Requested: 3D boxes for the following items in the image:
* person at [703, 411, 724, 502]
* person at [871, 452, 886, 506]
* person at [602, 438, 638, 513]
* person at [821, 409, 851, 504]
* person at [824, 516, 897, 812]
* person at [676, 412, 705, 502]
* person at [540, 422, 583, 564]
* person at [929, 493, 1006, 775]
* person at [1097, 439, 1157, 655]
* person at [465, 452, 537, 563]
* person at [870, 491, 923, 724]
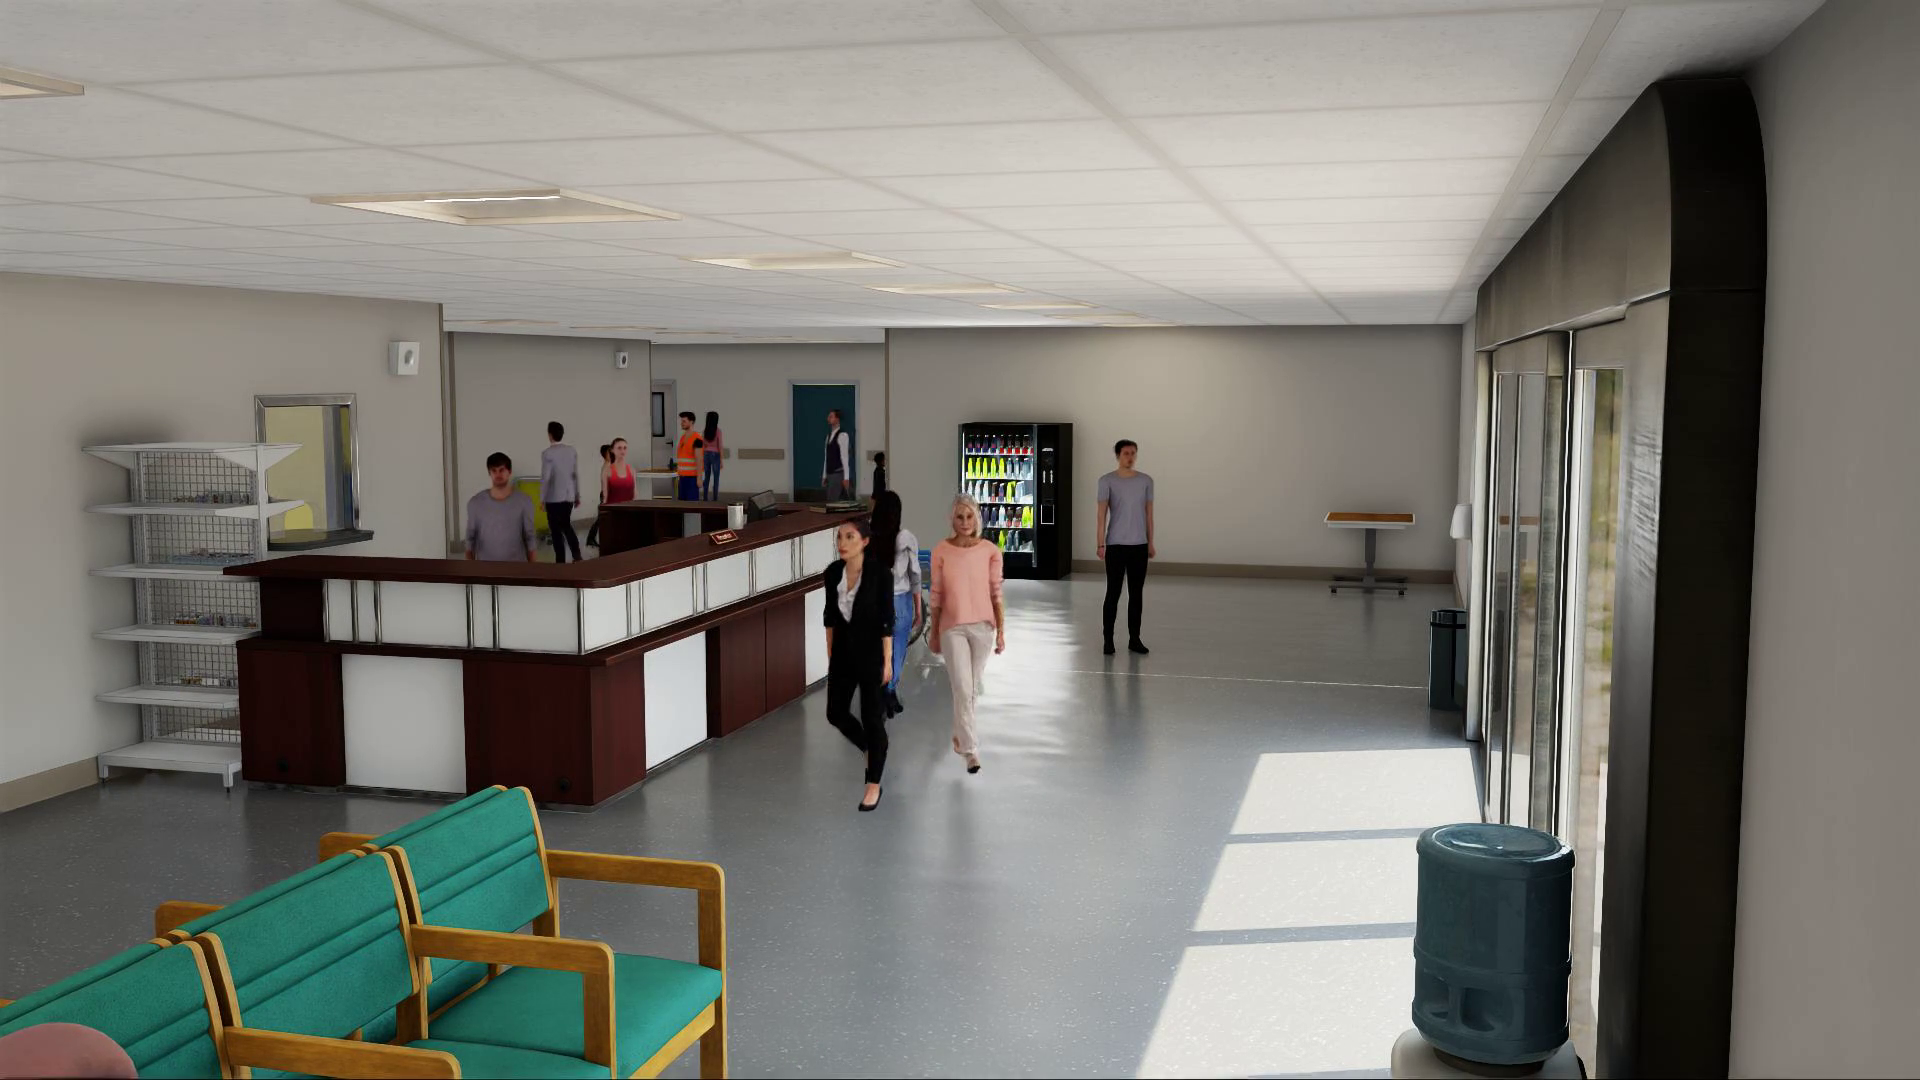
[{"bbox_3d":[-4.542,-1.486,30.406,0.519,1.738,0.668,3,6,25],"label":"person"},{"bbox_3d":[-1.243,-0.658,24.579,0.864,1.255,0.788,-3,6,-26],"label":"person"},{"bbox_3d":[-3.666,-0.220,17.834,0.896,1.734,0.984,-4,7,-34],"label":"person"},{"bbox_3d":[-1.648,-0.892,23.629,1.292,1.911,1.179,-3,6,-25],"label":"person"},{"bbox_3d":[-0.504,0.682,9.326,0.737,1.643,0.726,3,6,23],"label":"person"},{"bbox_3d":[-3.846,-0.911,24.010,1.024,1.872,0.997,-5,7,-38],"label":"person"},{"bbox_3d":[-4.791,-0.508,20.161,0.840,1.841,0.826,4,7,37],"label":"person"},{"bbox_3d":[0.038,0.579,10.249,1.194,1.663,1.005,-1,6,-10],"label":"person"},{"bbox_3d":[1.453,0.049,14.517,0.649,1.863,0.808,-1,6,-11],"label":"person"},{"bbox_3d":[-3.482,0.251,12.672,0.694,1.831,0.822,-1,6,-7],"label":"person"},{"bbox_3d":[-0.500,0.487,11.434,0.927,1.610,0.679,2,6,16],"label":"person"}]
